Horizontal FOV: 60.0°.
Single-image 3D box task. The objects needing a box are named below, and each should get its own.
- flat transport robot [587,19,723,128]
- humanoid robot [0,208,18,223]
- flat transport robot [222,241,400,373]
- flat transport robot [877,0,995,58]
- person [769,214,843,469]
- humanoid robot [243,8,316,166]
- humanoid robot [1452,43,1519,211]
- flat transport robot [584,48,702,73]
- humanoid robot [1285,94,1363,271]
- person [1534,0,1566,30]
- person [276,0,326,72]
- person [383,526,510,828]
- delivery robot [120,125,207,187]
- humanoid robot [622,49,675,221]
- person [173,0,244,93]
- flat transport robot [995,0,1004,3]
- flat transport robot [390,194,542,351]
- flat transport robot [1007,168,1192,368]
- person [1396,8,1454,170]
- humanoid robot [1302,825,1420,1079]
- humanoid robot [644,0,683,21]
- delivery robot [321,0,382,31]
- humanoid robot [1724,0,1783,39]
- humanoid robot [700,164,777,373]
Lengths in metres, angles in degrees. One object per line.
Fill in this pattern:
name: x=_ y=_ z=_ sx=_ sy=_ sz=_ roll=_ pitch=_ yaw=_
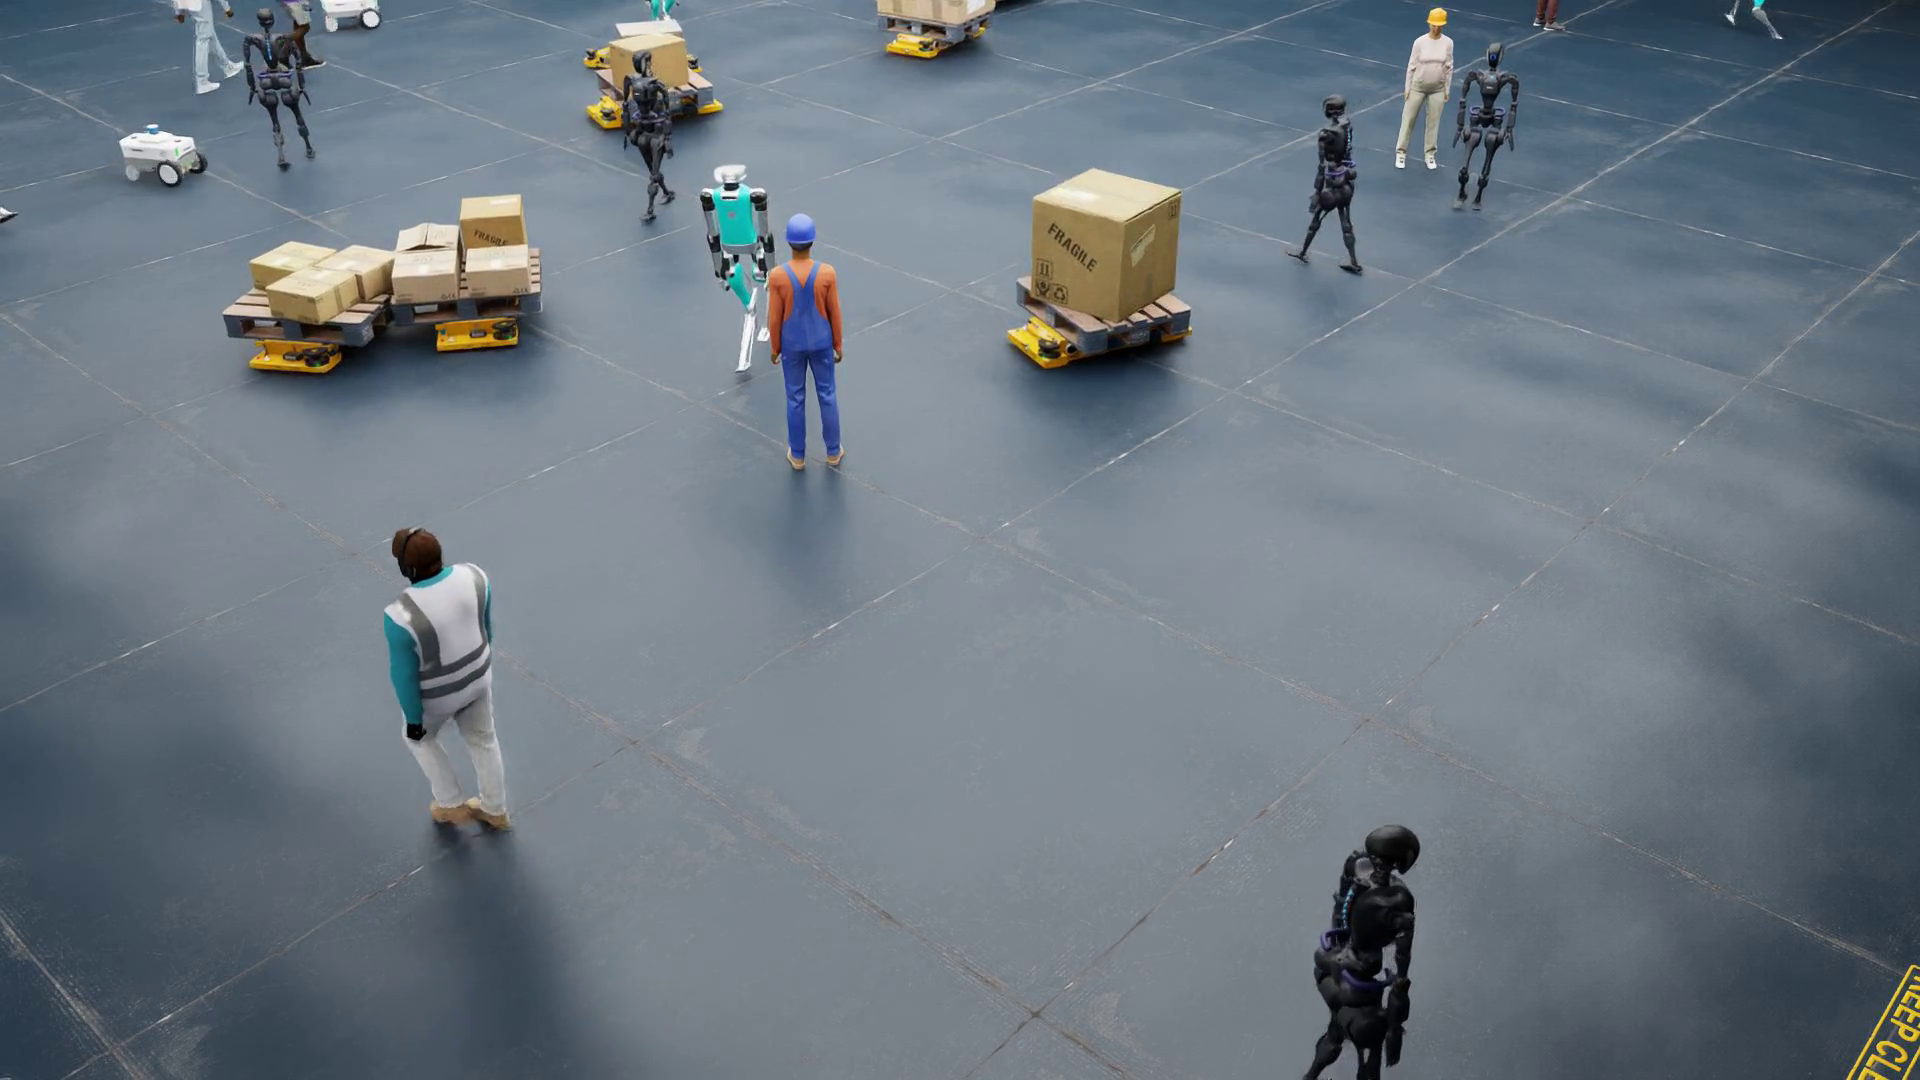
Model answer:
flat transport robot: x=-3.545 y=-5.050 z=19.287 sx=1.431 sy=0.231 sz=0.659 roll=-16 pitch=35 yaw=-24
humanoid robot: x=-9.651 y=-3.831 z=15.925 sx=1.023 sy=1.730 sz=0.557 roll=14 pitch=35 yaw=22
flat transport robot: x=-5.348 y=-1.803 z=14.057 sx=0.659 sy=0.231 sz=1.431 roll=5 pitch=32 yaw=7
flat transport robot: x=-0.321 y=-6.618 z=21.811 sx=0.659 sy=0.231 sz=1.431 roll=17 pitch=36 yaw=26
person: x=-1.096 y=-1.398 z=11.852 sx=0.514 sy=1.909 sz=0.374 roll=-4 pitch=32 yaw=-6
humanoid robot: x=-7.215 y=-4.772 z=17.542 sx=0.615 sy=1.654 sz=0.575 roll=-10 pitch=33 yaw=-15
humanoid robot: x=5.156 y=-4.028 z=16.308 sx=0.588 sy=1.651 sz=0.458 roll=10 pitch=33 yaw=15
flat transport robot: x=-3.964 y=-5.965 z=20.760 sx=1.431 sy=0.231 sz=0.659 roll=21 pitch=38 yaw=30
humanoid robot: x=3.385 y=-3.239 z=15.075 sx=0.741 sy=1.623 sz=0.620 roll=24 pitch=39 yaw=33
person: x=7.989 y=-7.749 z=22.175 sx=0.380 sy=1.805 sz=0.540 roll=-7 pitch=33 yaw=-11
person: x=-8.238 y=-6.675 z=20.321 sx=0.639 sy=1.936 sz=0.651 roll=24 pitch=39 yaw=33
person: x=-2.655 y=0.722 z=8.521 sx=0.561 sy=1.821 sz=0.662 roll=21 pitch=38 yaw=30
delivery robot: x=-8.327 y=-4.019 z=17.372 sx=0.790 sy=0.614 sz=0.499 roll=7 pitch=33 yaw=11
humanoid robot: x=-3.049 y=-3.998 z=16.301 sx=0.591 sy=1.623 sz=0.785 roll=13 pitch=34 yaw=20
person: x=-9.012 y=-6.386 z=19.913 sx=0.583 sy=1.871 sz=0.939 roll=15 pitch=35 yaw=23
flat transport robot: x=0.420 y=-7.836 z=23.773 sx=0.659 sy=0.231 sz=1.431 roll=27 pitch=41 yaw=36
flat transport robot: x=-4.219 y=-2.022 z=14.410 sx=0.659 sy=0.231 sz=1.431 roll=-6 pitch=32 yaw=-10
flat transport robot: x=1.170 y=-1.791 z=14.038 sx=1.431 sy=0.231 sz=0.659 roll=-15 pitch=35 yaw=-23
person: x=4.887 y=-4.715 z=17.403 sx=0.460 sy=1.688 sz=0.341 roll=3 pitch=32 yaw=4
humanoid robot: x=1.639 y=1.832 z=6.873 sx=0.363 sy=1.643 sz=0.589 roll=-9 pitch=33 yaw=-15
humanoid robot: x=-3.768 y=-6.871 z=20.817 sx=0.548 sy=1.781 sz=0.714 roll=-12 pitch=34 yaw=-19
delivery robot: x=-8.240 y=-7.200 z=22.466 sx=0.765 sy=0.583 sz=0.499 roll=-11 pitch=33 yaw=-17
humanoid robot: x=10.608 y=-7.527 z=21.965 sx=1.065 sy=1.784 sz=0.530 roll=25 pitch=40 yaw=34
humanoid robot: x=-1.703 y=-2.249 z=13.421 sx=0.561 sy=1.746 sz=1.063 roll=5 pitch=32 yaw=8
